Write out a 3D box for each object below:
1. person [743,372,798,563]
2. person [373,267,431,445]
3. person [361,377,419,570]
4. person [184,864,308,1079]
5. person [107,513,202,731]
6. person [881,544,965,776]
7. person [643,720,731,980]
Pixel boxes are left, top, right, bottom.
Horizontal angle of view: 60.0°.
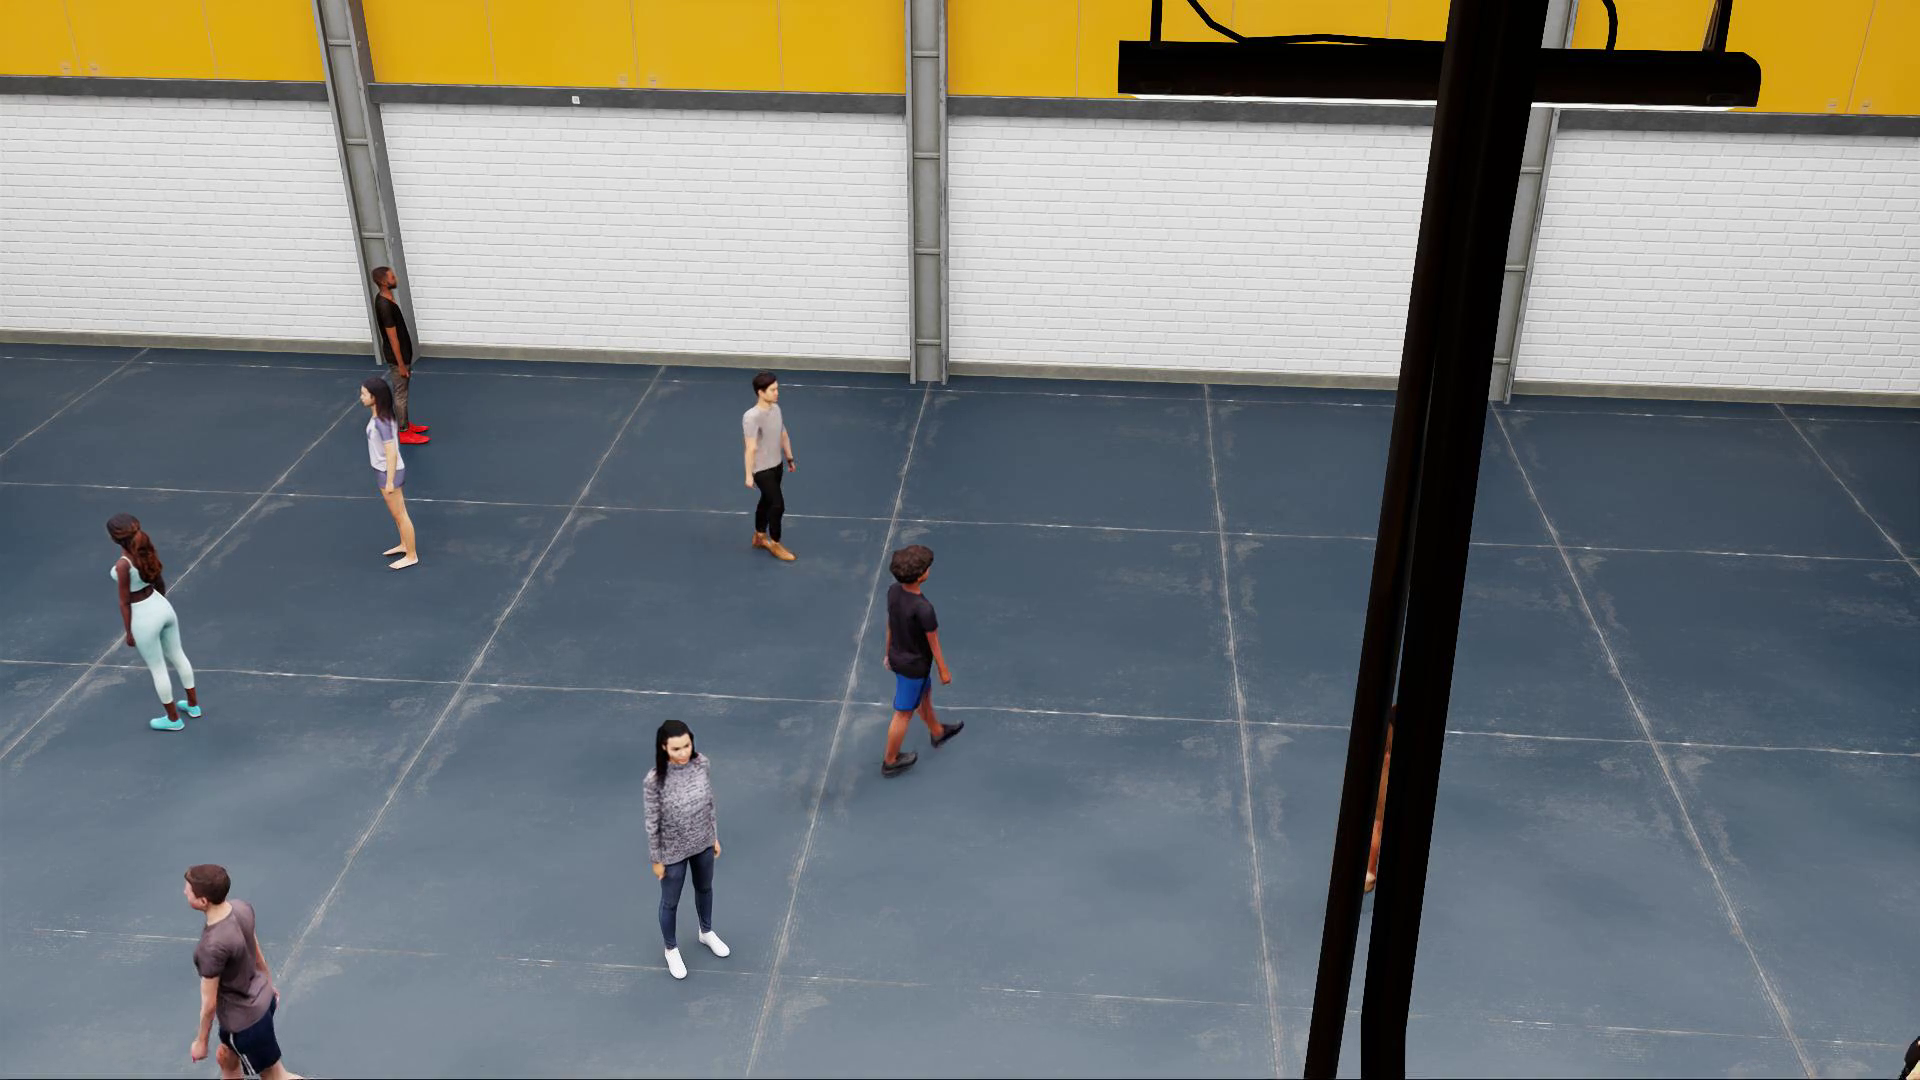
[{"bbox_3d":[-1.743,-0.663,14.410,0.871,1.705,0.786,14,31,23],"label":"person"},{"bbox_3d":[-5.579,-1.840,16.464,0.679,1.805,0.717,-9,30,-17],"label":"person"},{"bbox_3d":[-4.892,-0.592,14.251,0.677,1.734,0.663,-13,31,-23],"label":"person"},{"bbox_3d":[-3.601,2.457,8.580,1.223,1.811,0.831,-4,29,-8],"label":"person"},{"bbox_3d":[-5.881,0.588,12.098,0.574,1.725,0.588,7,29,12],"label":"person"},{"bbox_3d":[-0.412,0.873,11.529,1.071,1.768,0.979,-18,34,-30],"label":"person"},{"bbox_3d":[-1.637,1.793,9.879,0.671,1.733,0.740,-20,35,-32],"label":"person"}]
